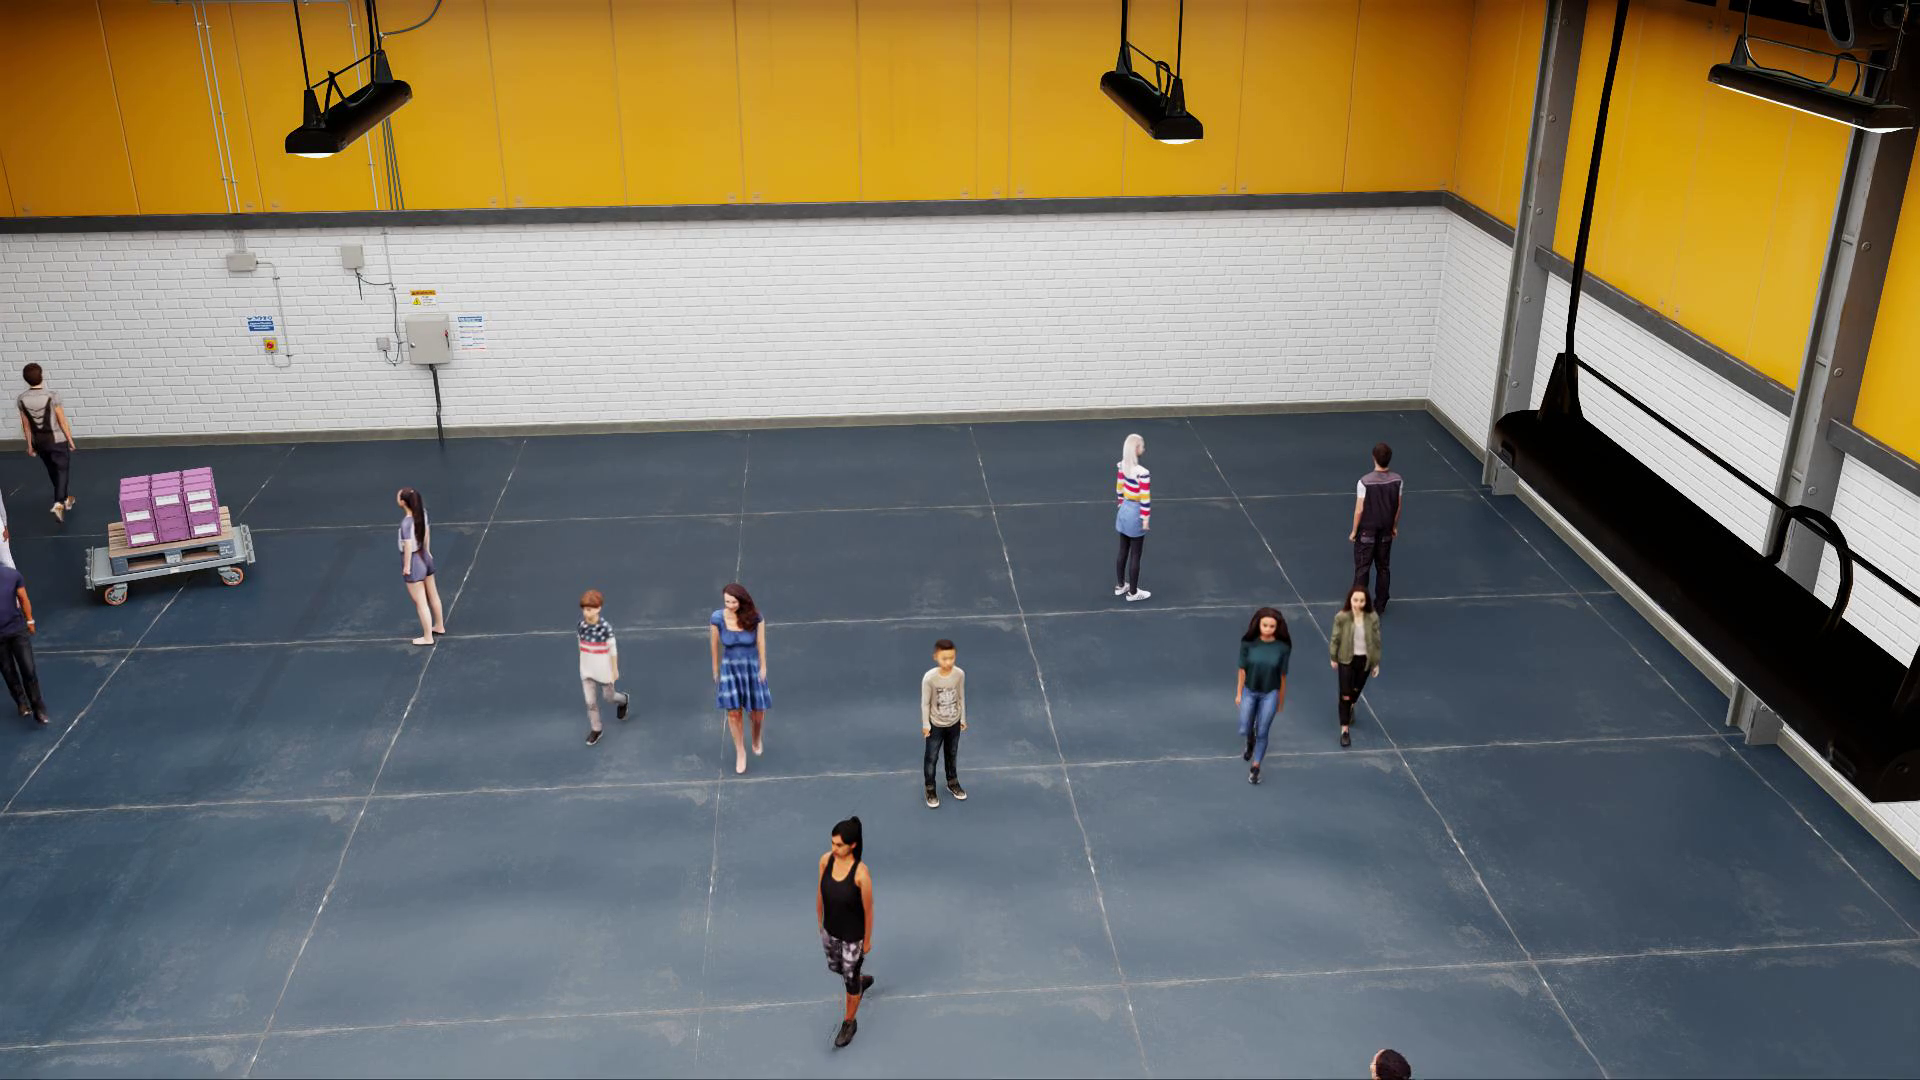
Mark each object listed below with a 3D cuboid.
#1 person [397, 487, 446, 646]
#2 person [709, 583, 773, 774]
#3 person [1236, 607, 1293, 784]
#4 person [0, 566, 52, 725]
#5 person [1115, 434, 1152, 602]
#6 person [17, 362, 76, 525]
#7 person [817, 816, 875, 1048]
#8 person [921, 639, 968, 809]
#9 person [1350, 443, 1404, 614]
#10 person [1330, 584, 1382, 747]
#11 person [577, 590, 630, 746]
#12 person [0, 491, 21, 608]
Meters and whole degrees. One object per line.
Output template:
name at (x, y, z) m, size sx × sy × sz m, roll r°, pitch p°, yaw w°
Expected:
person at (-5.364, 0.243, 16.499) m, size 0.712 × 1.650 × 0.557 m, roll 6°, pitch 24°, yaw 13°
person at (-1.862, 1.150, 14.243) m, size 0.681 × 1.794 × 0.729 m, roll 0°, pitch 24°, yaw 0°
person at (2.573, 1.275, 14.187) m, size 0.709 × 1.611 × 0.781 m, roll 6°, pitch 24°, yaw 14°
person at (-8.664, 0.803, 15.069) m, size 0.908 × 1.770 × 1.015 m, roll -16°, pitch 28°, yaw -32°
person at (1.799, -0.246, 17.420) m, size 0.781 × 1.807 × 0.628 m, roll -13°, pitch 27°, yaw -28°
person at (-10.584, -1.103, 19.306) m, size 0.716 × 1.867 × 1.190 m, roll -4°, pitch 24°, yaw -9°
person at (-0.735, 2.570, 11.168) m, size 0.851 × 1.656 × 0.936 m, roll 15°, pitch 28°, yaw 30°
person at (-0.142, 1.498, 13.860) m, size 0.611 × 1.464 × 0.614 m, roll -11°, pitch 26°, yaw -24°
person at (4.265, -0.115, 17.068) m, size 0.658 × 1.849 × 0.574 m, roll -4°, pitch 24°, yaw -8°
person at (3.536, 1.063, 14.888) m, size 0.679 × 1.438 × 1.016 m, roll 2°, pitch 24°, yaw 4°
person at (-3.207, 1.096, 14.828) m, size 0.701 × 1.424 × 0.890 m, roll 7°, pitch 25°, yaw 16°
person at (-10.091, -0.119, 17.233) m, size 0.649 × 1.725 × 0.619 m, roll -9°, pitch 25°, yaw -20°
